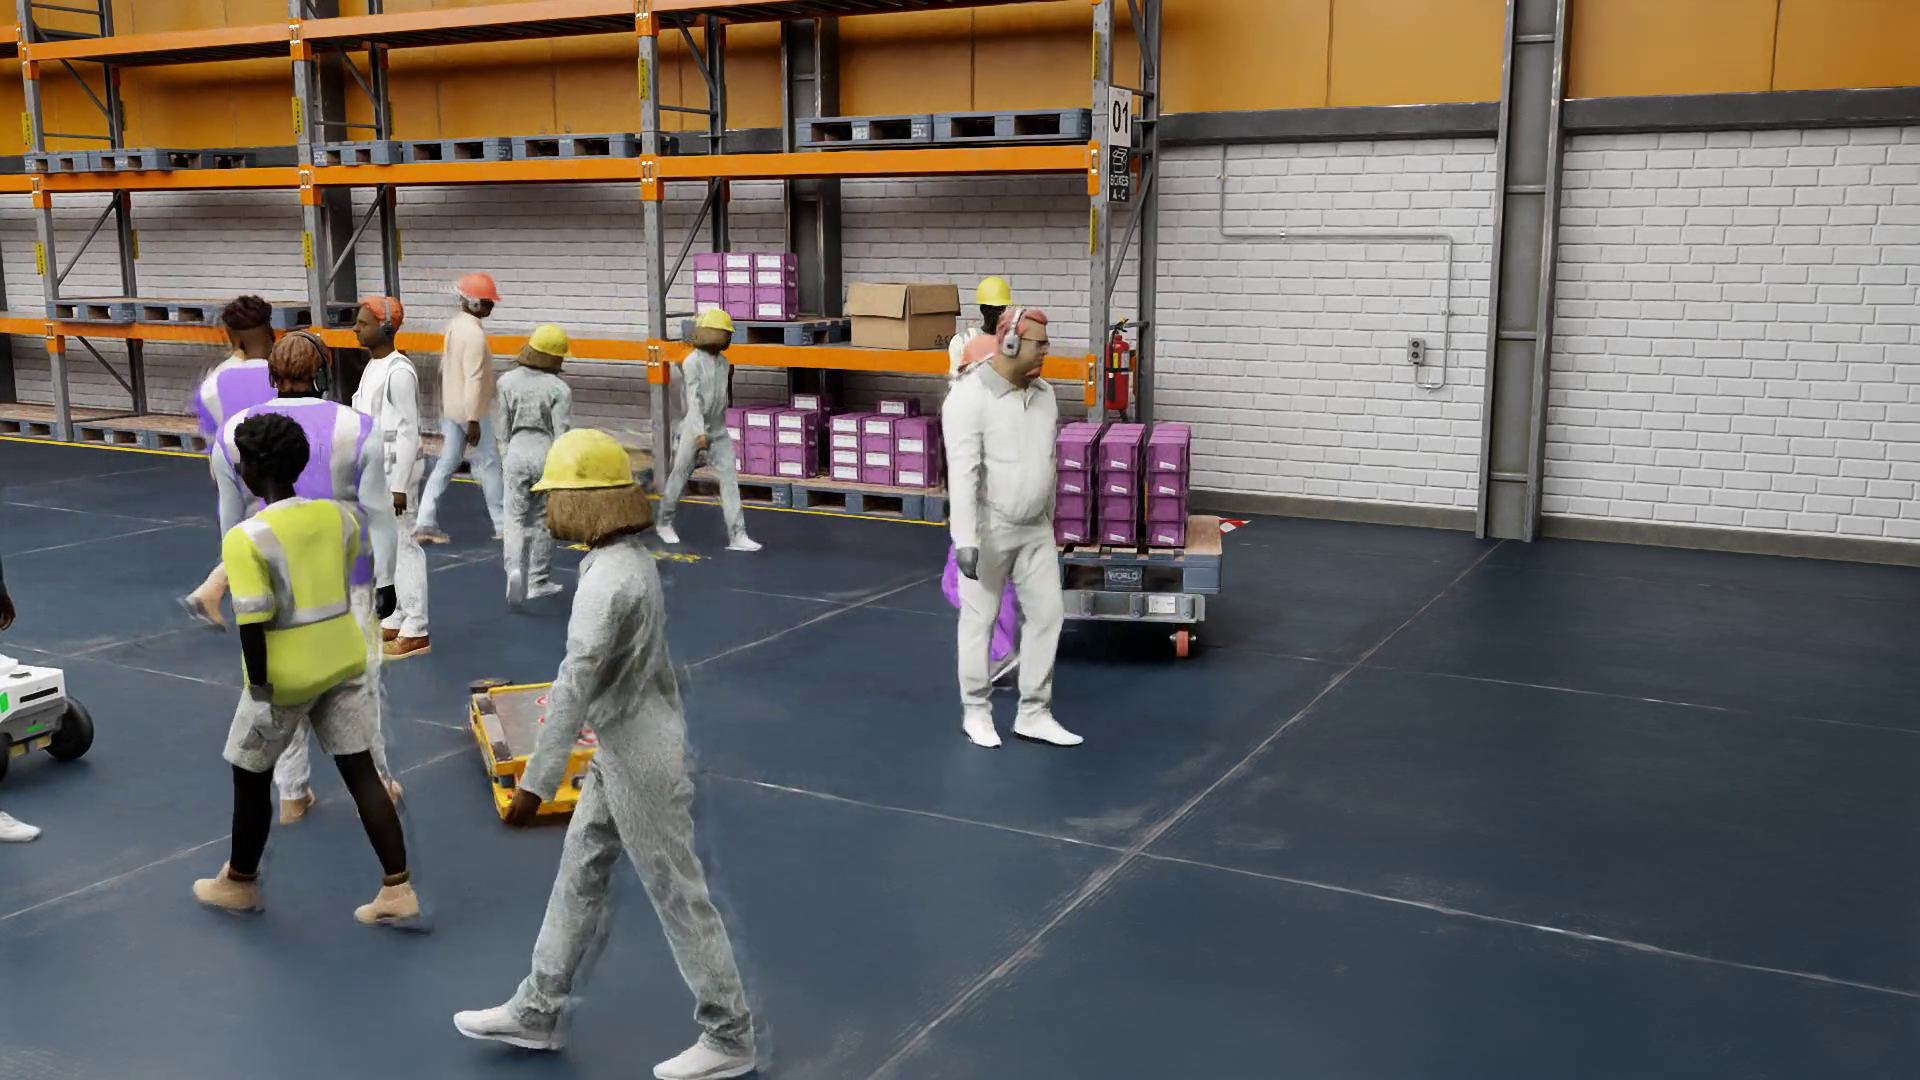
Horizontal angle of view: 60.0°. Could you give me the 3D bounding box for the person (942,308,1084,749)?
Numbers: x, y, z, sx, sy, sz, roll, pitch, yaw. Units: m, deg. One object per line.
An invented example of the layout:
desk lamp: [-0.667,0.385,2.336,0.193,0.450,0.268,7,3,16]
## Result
person: [0.212,-0.030,7.072,0.727,1.885,0.535,-9,13,-39]

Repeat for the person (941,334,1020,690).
person: [0.124,-0.122,8.020,0.394,1.722,0.567,8,13,36]

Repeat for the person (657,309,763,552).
person: [-1.804,-0.779,11.727,0.941,1.687,0.504,8,13,39]

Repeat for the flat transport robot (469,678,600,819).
flat transport robot: [-1.639,0.811,6.883,0.652,0.197,1.431,-4,11,-20]

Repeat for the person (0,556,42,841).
person: [-3.597,0.193,5.794,0.409,1.907,0.599,2,11,13]

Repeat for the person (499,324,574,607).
person: [-2.510,-0.439,9.861,0.506,1.679,0.683,1,10,6]

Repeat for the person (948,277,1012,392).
person: [0.209,-0.734,10.808,0.585,1.928,0.368,-6,12,-29]

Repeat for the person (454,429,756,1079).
person: [-0.943,0.574,4.261,0.879,1.702,0.502,-1,10,-7]

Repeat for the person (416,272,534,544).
person: [-3.523,-0.934,11.867,0.793,1.974,0.665,-7,12,-34]

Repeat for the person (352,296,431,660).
person: [-2.985,-0.324,8.679,0.355,1.885,0.576,-7,13,-35]

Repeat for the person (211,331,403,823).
person: [-2.407,0.147,6.216,0.622,1.845,0.429,-1,10,-7]

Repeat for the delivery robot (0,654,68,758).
delivery robot: [-4.042,0.633,6.823,0.707,0.478,0.477,4,11,19]

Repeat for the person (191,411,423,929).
person: [-2.076,0.420,5.243,0.848,1.646,0.524,5,12,28]

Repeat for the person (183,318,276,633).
person: [-3.824,-0.332,8.881,0.529,1.824,0.527,-8,13,-39]

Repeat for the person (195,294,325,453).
person: [-3.151,-0.167,7.710,0.655,1.930,0.458,0,10,-1]
